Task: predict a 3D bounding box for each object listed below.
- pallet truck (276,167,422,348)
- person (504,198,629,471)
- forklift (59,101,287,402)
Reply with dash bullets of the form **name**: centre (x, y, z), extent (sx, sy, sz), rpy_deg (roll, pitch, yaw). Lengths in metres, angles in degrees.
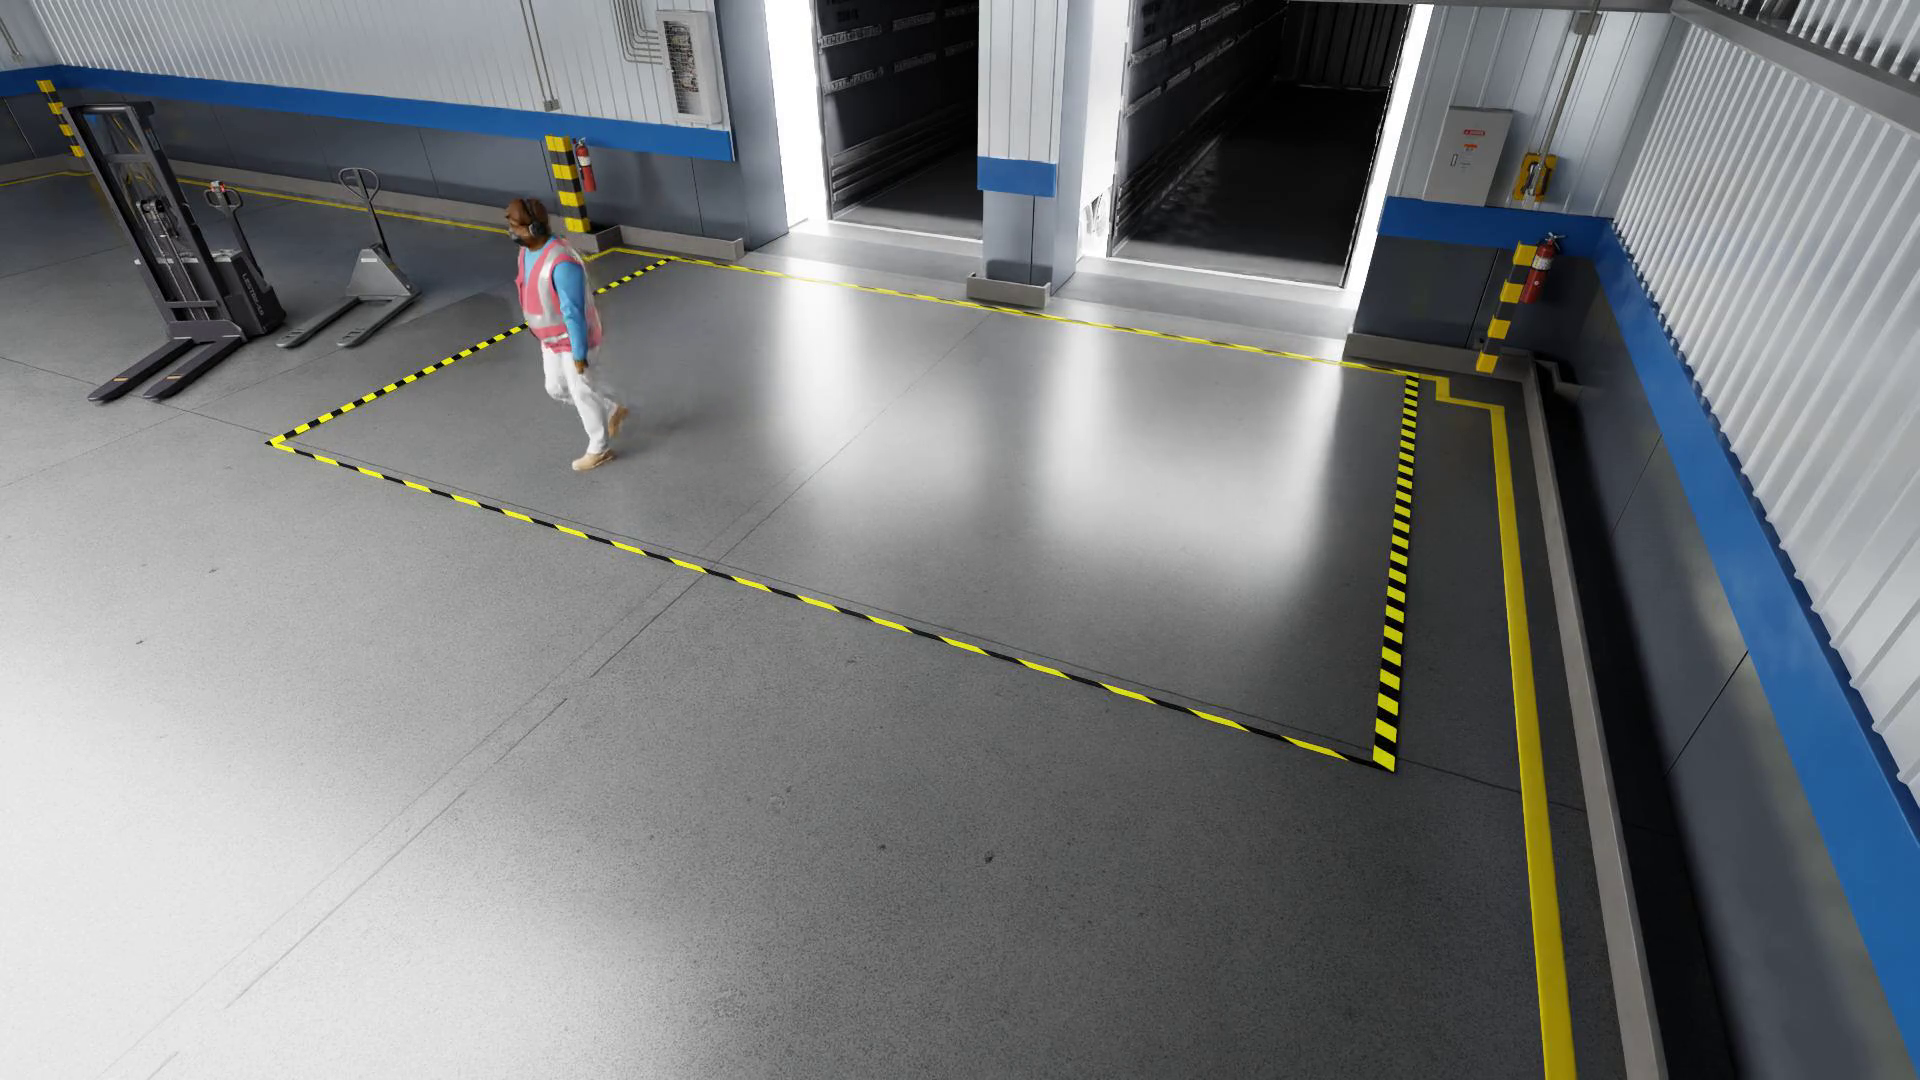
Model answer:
- **pallet truck**: centre (-5.732, -2.611, 8.414), extent (0.680, 1.201, 1.601), rpy_deg (-1, 35, -1)
- **person**: centre (-2.560, -1.355, 6.104), extent (0.634, 1.826, 0.558), rpy_deg (29, 44, 35)
- **forklift**: centre (-6.686, -2.387, 7.434), extent (0.823, 1.965, 1.885), rpy_deg (-3, 35, -5)
